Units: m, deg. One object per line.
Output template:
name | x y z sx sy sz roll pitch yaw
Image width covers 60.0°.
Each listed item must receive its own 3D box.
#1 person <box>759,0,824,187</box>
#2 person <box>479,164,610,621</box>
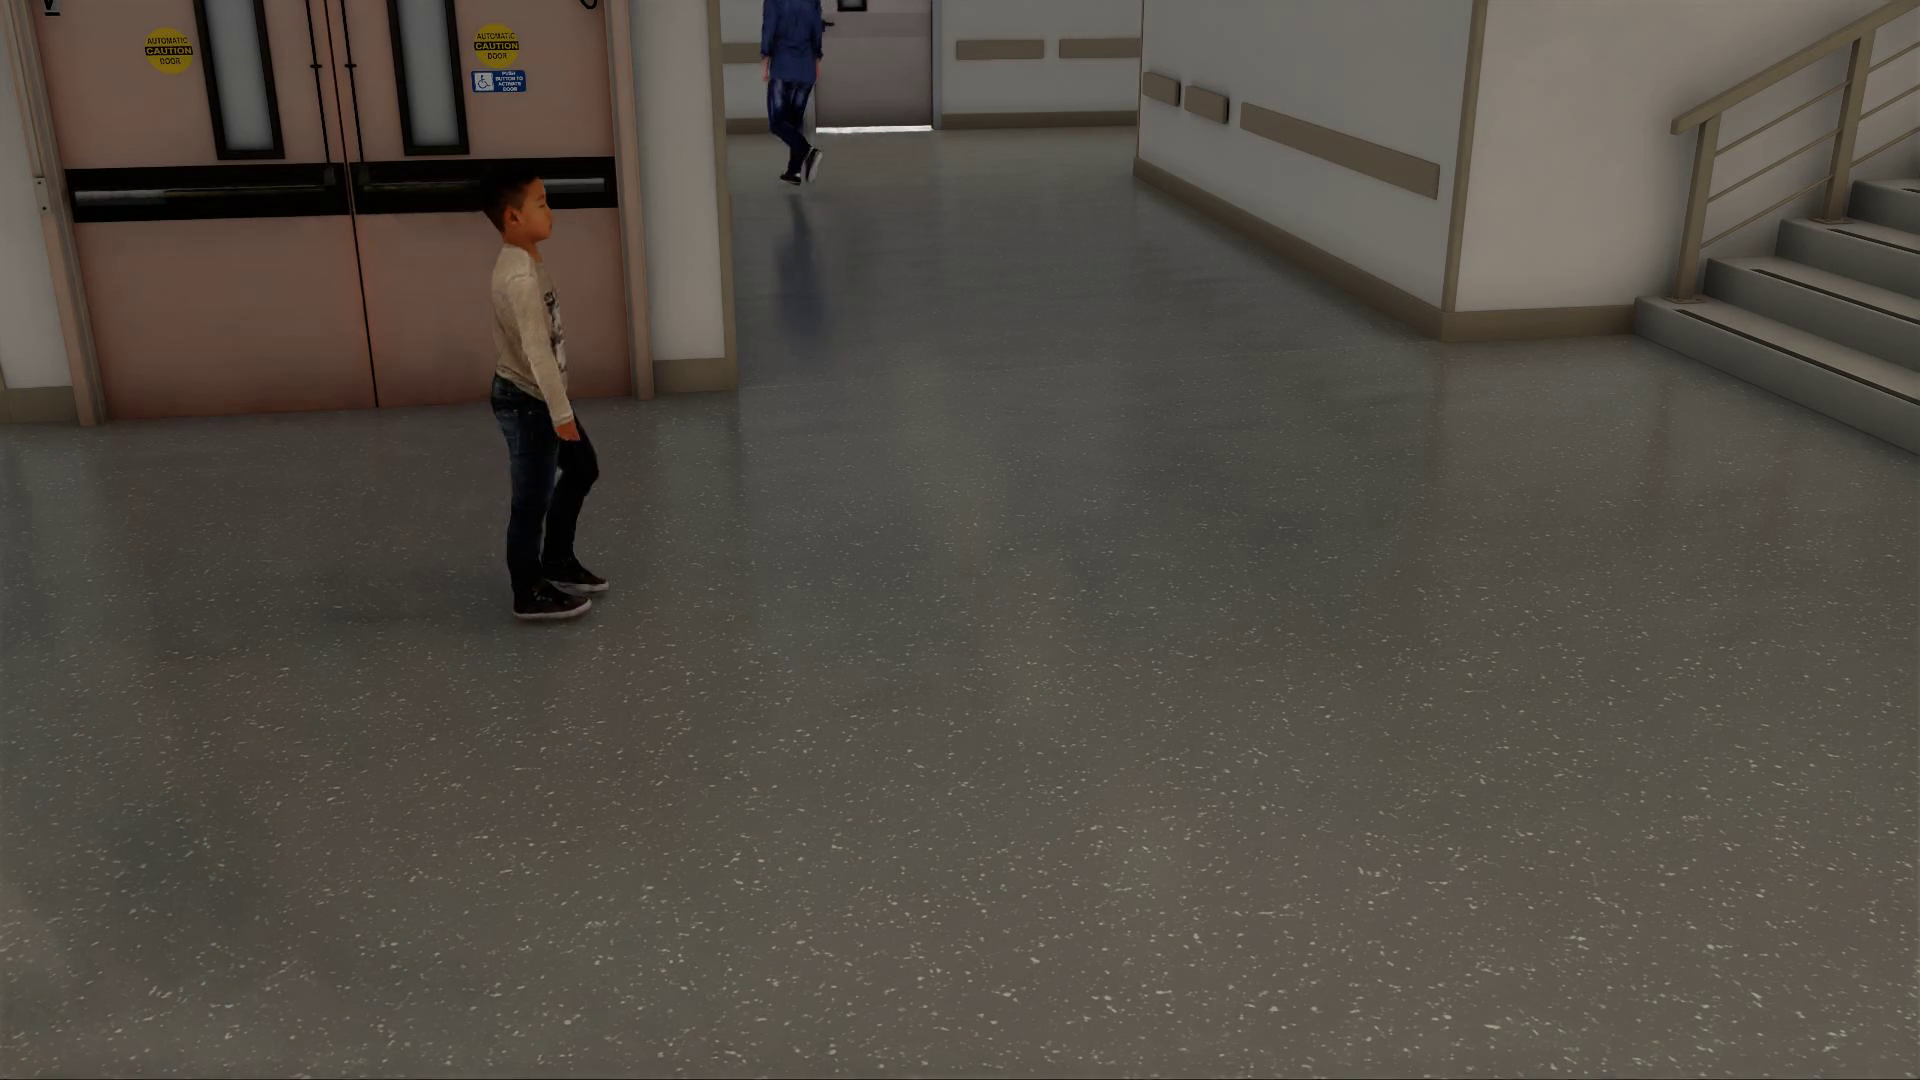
person | -1.336 -3.731 13.438 1.090 1.800 1.076 -17 26 -37
person | -1.412 -0.433 5.220 0.535 1.454 0.577 -5 21 -12
